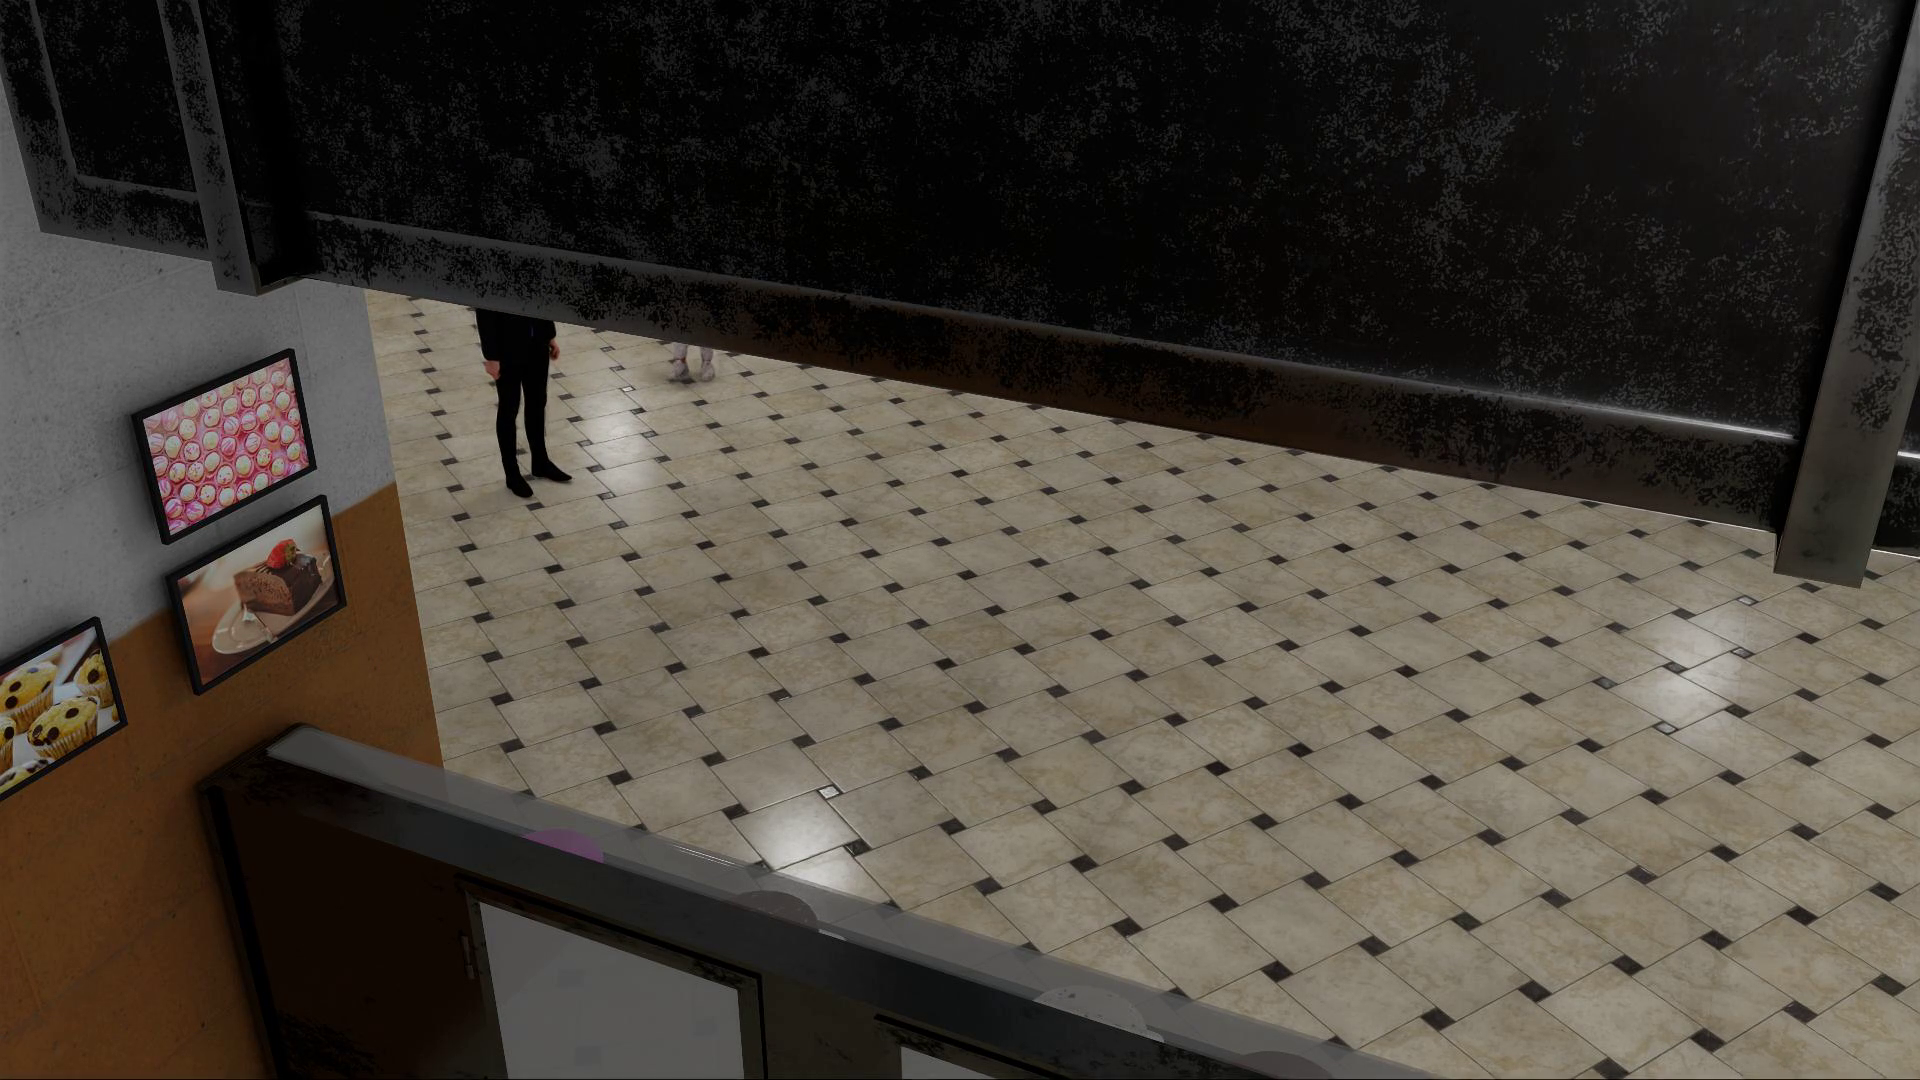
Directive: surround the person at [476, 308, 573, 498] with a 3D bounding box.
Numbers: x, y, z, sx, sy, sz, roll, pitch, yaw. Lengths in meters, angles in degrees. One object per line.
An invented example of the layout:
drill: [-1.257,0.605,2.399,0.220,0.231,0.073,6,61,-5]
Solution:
person: [-2.715,-1.214,10.222,0.806,1.890,0.606,19,33,33]
